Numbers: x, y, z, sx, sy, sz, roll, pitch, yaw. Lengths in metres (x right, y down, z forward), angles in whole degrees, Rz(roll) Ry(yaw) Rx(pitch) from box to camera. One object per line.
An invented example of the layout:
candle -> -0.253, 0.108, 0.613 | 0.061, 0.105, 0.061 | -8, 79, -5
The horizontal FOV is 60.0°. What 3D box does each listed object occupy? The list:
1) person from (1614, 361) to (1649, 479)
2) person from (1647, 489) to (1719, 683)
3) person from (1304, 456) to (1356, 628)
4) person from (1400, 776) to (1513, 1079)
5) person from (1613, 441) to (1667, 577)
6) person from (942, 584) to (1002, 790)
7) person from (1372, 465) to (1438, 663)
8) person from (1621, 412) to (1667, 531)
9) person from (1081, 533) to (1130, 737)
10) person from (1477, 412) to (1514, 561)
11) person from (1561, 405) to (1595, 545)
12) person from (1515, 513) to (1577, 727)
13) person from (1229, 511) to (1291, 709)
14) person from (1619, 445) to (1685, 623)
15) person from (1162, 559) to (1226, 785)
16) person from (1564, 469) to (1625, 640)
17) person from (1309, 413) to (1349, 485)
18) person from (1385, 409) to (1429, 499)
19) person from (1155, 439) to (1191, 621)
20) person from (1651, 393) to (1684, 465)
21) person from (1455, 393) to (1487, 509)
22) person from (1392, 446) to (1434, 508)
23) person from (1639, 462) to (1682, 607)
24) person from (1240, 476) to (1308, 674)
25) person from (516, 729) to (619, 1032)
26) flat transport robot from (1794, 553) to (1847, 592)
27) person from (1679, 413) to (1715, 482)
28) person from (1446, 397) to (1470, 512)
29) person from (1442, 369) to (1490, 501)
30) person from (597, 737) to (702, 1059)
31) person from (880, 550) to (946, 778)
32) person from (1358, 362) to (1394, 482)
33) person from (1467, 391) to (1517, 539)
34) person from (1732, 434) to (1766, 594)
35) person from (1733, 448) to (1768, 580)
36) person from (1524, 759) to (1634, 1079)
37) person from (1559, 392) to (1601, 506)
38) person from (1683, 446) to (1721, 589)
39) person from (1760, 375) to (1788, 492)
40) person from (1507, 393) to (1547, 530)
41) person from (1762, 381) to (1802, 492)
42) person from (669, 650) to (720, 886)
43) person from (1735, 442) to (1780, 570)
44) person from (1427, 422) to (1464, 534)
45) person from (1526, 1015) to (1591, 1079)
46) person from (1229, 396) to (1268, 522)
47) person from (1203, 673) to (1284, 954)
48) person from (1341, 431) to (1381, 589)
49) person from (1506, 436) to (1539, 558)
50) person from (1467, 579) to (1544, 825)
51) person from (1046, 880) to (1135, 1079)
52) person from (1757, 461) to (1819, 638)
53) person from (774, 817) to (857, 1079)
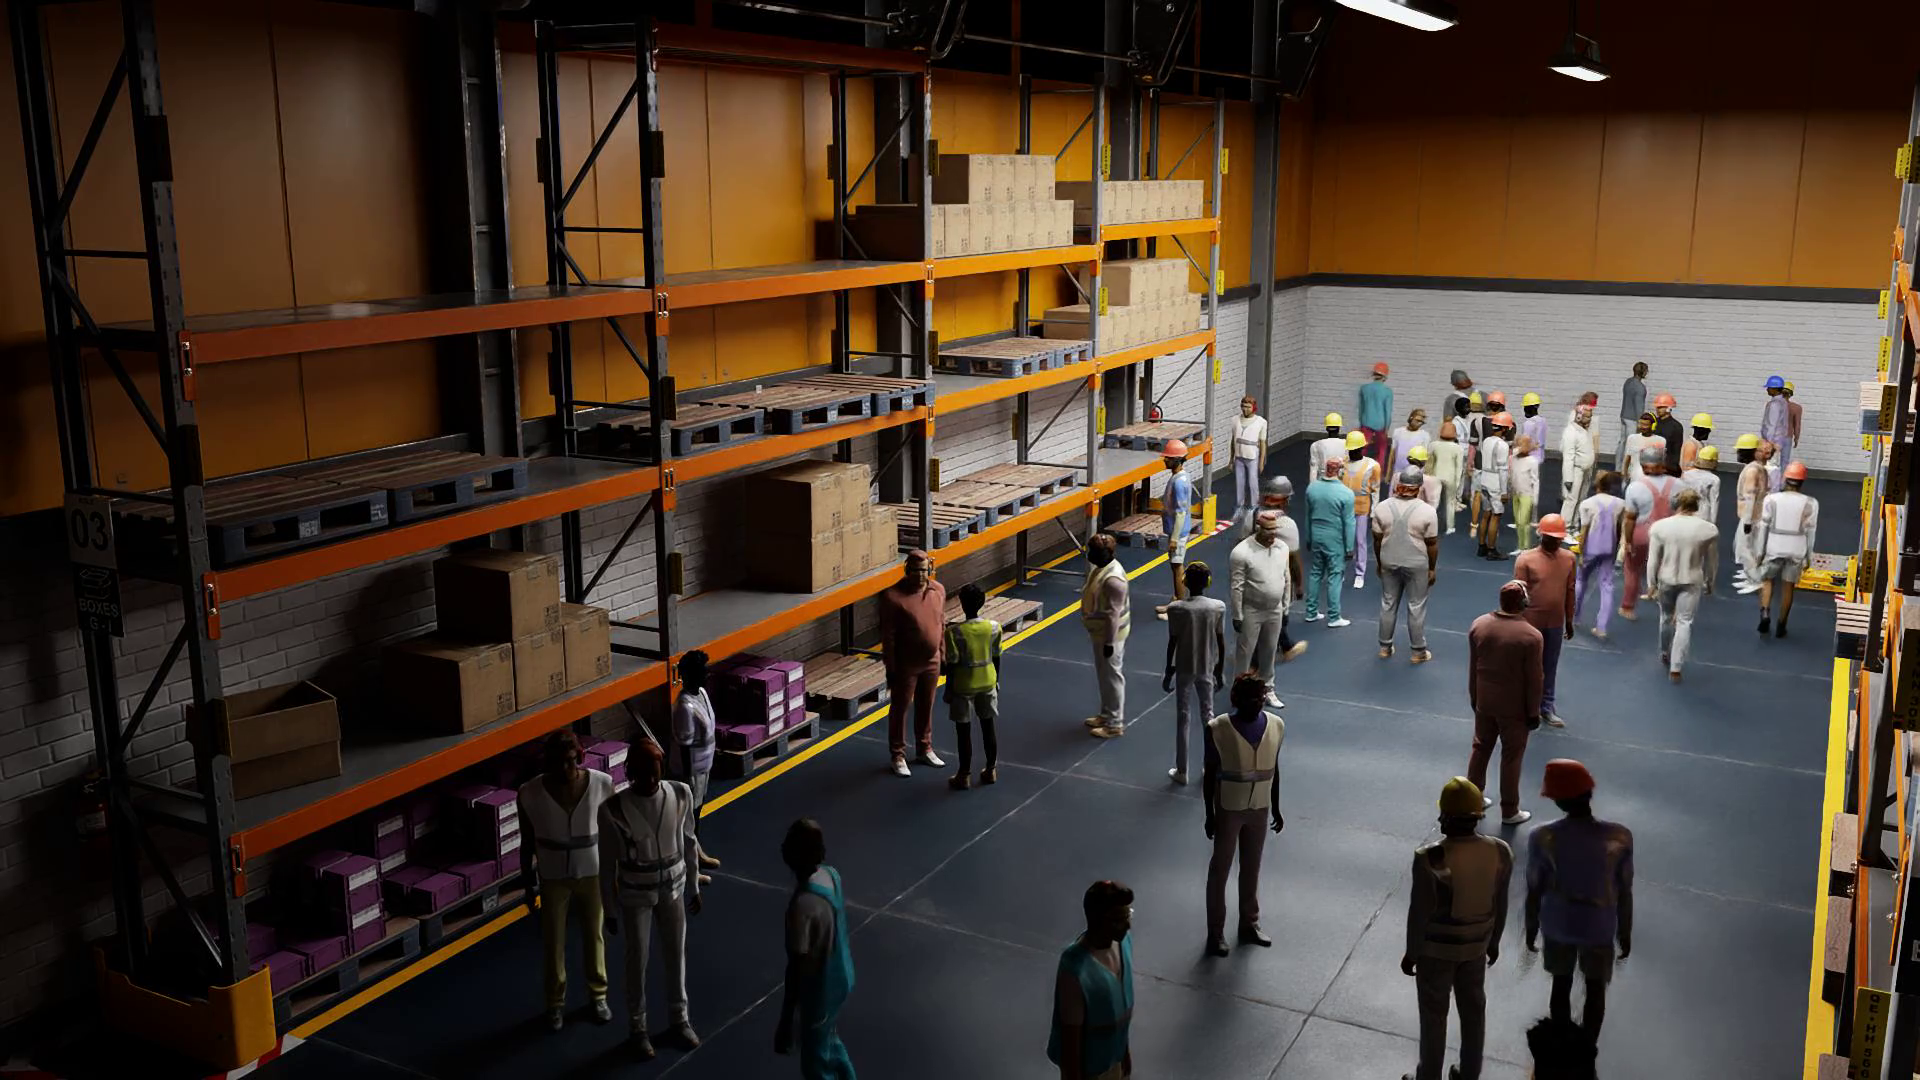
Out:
person -> 10.951, -1.944, 27.080 | 0.373, 1.932, 0.628 | 0, 13, 1
person -> 7.193, 0.418, 16.604 | 0.639, 1.880, 1.060 | 6, 14, 27
person -> 4.100, 0.013, 18.382 | 0.395, 1.899, 0.663 | -10, 16, -38
person -> 2.642, 2.152, 8.943 | 0.602, 1.830, 0.404 | -4, 13, -16
person -> 8.495, -0.370, 20.597 | 0.895, 1.689, 0.603 | 1, 13, 4
person -> 0.099, 1.190, 13.555 | 0.540, 1.695, 0.318 | -7, 14, -28
person -> 4.595, 0.231, 17.074 | 0.674, 2.000, 0.535 | 9, 15, 35
person -> 9.004, -0.763, 21.929 | 0.521, 1.864, 0.335 | 7, 14, 28
person -> 1.289, 0.839, 14.843 | 0.434, 1.835, 0.619 | -2, 13, -9
person -> 6.930, -0.695, 21.491 | 0.389, 1.925, 0.550 | -2, 13, -10
person -> 8.329, -0.888, 22.427 | 0.401, 1.895, 0.653 | 10, 16, 38
person -> 5.265, 0.726, 14.988 | 0.615, 1.987, 0.407 | -3, 13, -13
person -> 2.808, 0.660, 15.476 | 0.644, 1.901, 0.399 | -6, 14, -24
person -> 7.640, -0.055, 18.357 | 0.683, 2.000, 0.788 | 0, 13, -2
person -> 1.920, 1.083, 13.648 | 0.526, 1.869, 0.315 | -2, 13, -7
person -> 6.916, 0.121, 18.099 | 0.526, 1.802, 0.910 | 0, 13, 1
person -> 4.760, -0.669, 21.368 | 0.589, 1.924, 0.383 | 0, 13, 0
person -> 6.044, -0.883, 22.570 | 0.556, 1.813, 0.410 | 6, 14, 24
person -> 2.390, -0.110, 18.595 | 0.377, 2.044, 0.608 | 1, 13, 5
person -> 9.601, -1.025, 22.798 | 0.388, 1.996, 0.612 | -4, 13, -18
person -> 7.593, -1.320, 24.720 | 0.494, 1.730, 0.324 | 2, 13, 10
person -> 5.400, -0.246, 19.833 | 0.526, 1.768, 0.331 | 11, 17, 41
person -> 8.164, -0.071, 19.213 | 0.321, 1.692, 0.530 | -3, 13, -12
person -> 3.232, 0.322, 16.665 | 0.987, 2.000, 0.708 | -6, 14, -26
person -> -2.285, 1.970, 9.761 | 0.566, 1.838, 0.385 | -5, 13, -20
flat transport robot -> 10.582, 0.372, 20.439 | 0.652, 0.197, 1.431 | 7, 14, 29
person -> 9.476, -0.692, 21.498 | 0.393, 1.919, 0.582 | 9, 16, 36
person -> 7.377, -1.271, 24.576 | 0.319, 1.696, 0.532 | 8, 15, 31
person -> 7.705, -1.632, 25.417 | 0.725, 2.000, 0.625 | -2, 13, -9
person -> -1.756, 2.017, 9.451 | 0.584, 1.879, 0.363 | -8, 15, -32
person -> -0.351, 1.011, 13.893 | 0.642, 1.905, 0.399 | -10, 16, -37
person -> 6.604, -1.861, 26.612 | 0.604, 1.971, 0.888 | 10, 16, 36
person -> 7.238, -1.015, 22.687 | 0.613, 2.031, 0.402 | 4, 13, 17
person -> 9.403, -0.313, 19.850 | 0.513, 1.901, 0.617 | 7, 14, 28
person -> 9.763, -0.324, 20.471 | 0.313, 1.637, 0.513 | 9, 15, 35
person -> 3.363, 2.090, 9.088 | 0.578, 1.890, 0.508 | 4, 13, 18
person -> 9.062, -1.247, 24.175 | 0.441, 1.823, 0.591 | -5, 13, -20
person -> 8.919, -0.276, 20.052 | 0.356, 1.733, 0.489 | -8, 15, -30
person -> 12.280, -1.518, 25.149 | 0.409, 1.939, 0.601 | 8, 15, 31
person -> 7.990, -1.106, 23.357 | 0.397, 1.913, 0.591 | 10, 16, 39
person -> 12.789, -1.597, 25.914 | 0.532, 1.754, 0.340 | 6, 14, 26
person -> -1.885, 1.593, 11.772 | 0.319, 1.691, 0.536 | 1, 13, 4
person -> 10.086, -0.431, 20.977 | 0.319, 1.627, 0.566 | -3, 13, -14
person -> 6.620, -0.822, 22.788 | 0.506, 1.606, 0.804 | 8, 15, 30
person -> 2.202, 2.687, 6.289 | 0.607, 1.955, 0.405 | 8, 15, 32
person -> 4.107, -1.145, 23.702 | 0.562, 1.836, 0.396 | 11, 17, 41
person -> 1.822, 1.738, 10.763 | 0.563, 1.847, 0.390 | -5, 13, -21
person -> 4.744, -0.369, 20.043 | 0.588, 1.916, 0.392 | 8, 15, 33
person -> 7.302, -0.562, 21.614 | 0.437, 1.604, 0.520 | -6, 14, -27
person -> 4.234, 1.239, 12.898 | 0.398, 1.900, 0.643 | -9, 15, -35
person -> 0.605, 2.428, 7.719 | 0.385, 1.834, 0.561 | 7, 14, 29
person -> 8.878, 0.111, 17.875 | 0.547, 1.925, 0.462 | 7, 15, 30
person -> -0.700, 2.301, 8.313 | 0.418, 1.829, 0.711 | 2, 13, 9
